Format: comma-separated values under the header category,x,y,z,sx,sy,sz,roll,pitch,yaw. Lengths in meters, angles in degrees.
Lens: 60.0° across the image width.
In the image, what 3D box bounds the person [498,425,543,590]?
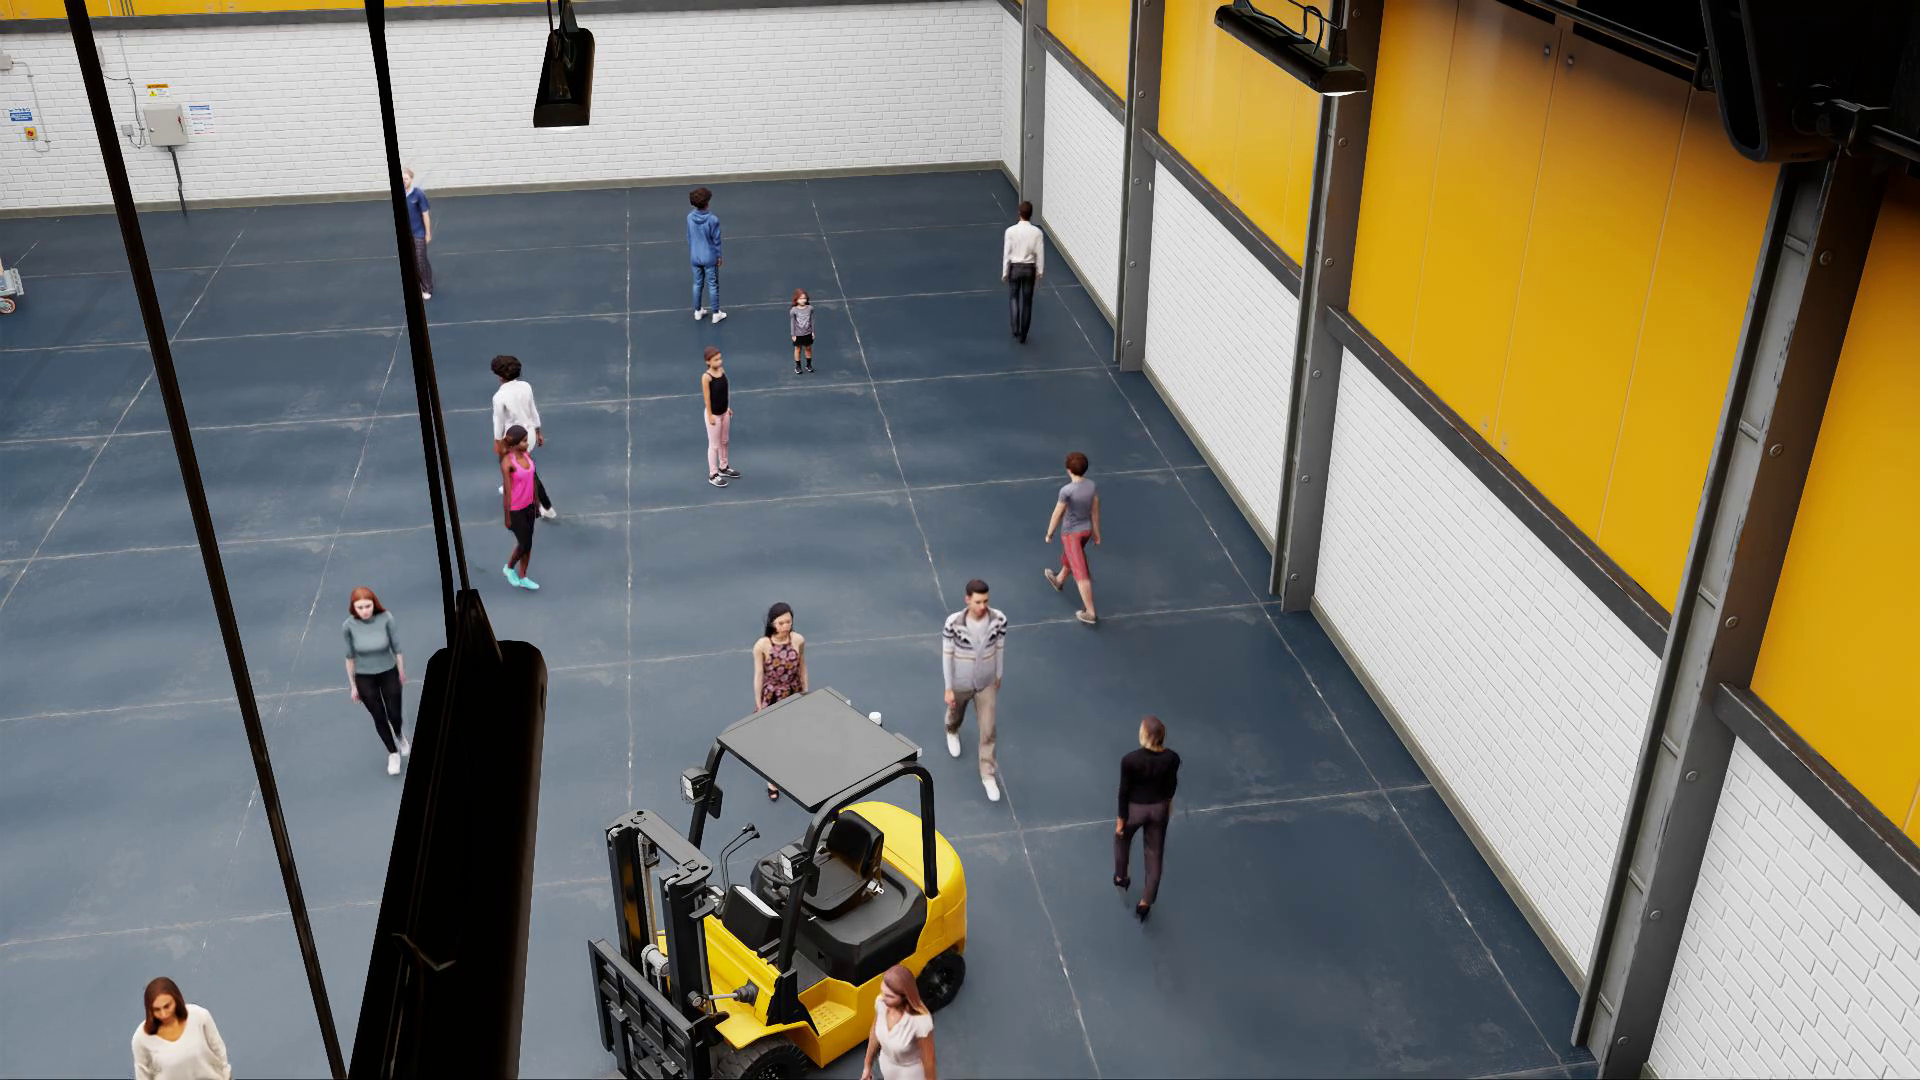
category,x,y,z,sx,sy,sz,roll,pitch,yaw
person,-4.291,-0.321,15.986,0.800,1.703,0.736,17,33,28

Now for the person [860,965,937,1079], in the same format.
category,x,y,z,sx,sy,sz,roll,pitch,yaw
person,-0.268,3.104,9.762,1.131,1.650,1.079,25,37,38

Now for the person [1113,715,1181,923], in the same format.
category,x,y,z,sx,sy,sz,roll,pitch,yaw
person,1.331,2.014,11.755,0.614,1.656,0.742,-5,29,-9

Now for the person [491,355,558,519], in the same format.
category,x,y,z,sx,sy,sz,roll,pitch,yaw
person,-4.506,-1.022,17.214,1.197,1.758,1.141,19,34,30

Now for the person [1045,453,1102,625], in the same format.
category,x,y,z,sx,sy,sz,roll,pitch,yaw
person,1.134,0.019,15.469,0.933,1.601,1.263,-18,33,-29

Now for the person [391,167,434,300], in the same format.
category,x,y,z,sx,sy,sz,roll,pitch,yaw
person,-7.554,-4.269,23.062,0.740,1.858,0.726,2,29,4

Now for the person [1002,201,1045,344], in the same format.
category,x,y,z,sx,sy,sz,roll,pitch,yaw
person,0.813,-3.426,21.514,0.758,1.860,0.708,2,29,3

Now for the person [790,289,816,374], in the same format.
category,x,y,z,sx,sy,sz,roll,pitch,yaw
person,-1.970,-2.637,20.854,0.504,1.107,0.500,-12,31,-22

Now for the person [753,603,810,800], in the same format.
category,x,y,z,sx,sy,sz,roll,pitch,yaw
person,-1.388,1.270,13.002,0.737,1.768,0.747,-10,30,-18

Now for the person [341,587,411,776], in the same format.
category,x,y,z,sx,sy,sz,roll,pitch,yaw
person,-4.689,1.078,13.391,0.605,1.732,0.654,-8,30,-14

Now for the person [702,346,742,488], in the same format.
category,x,y,z,sx,sy,sz,roll,pitch,yaw
person,-2.638,-1.367,18.047,0.677,1.566,0.605,15,32,25

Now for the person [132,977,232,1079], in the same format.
category,x,y,z,sx,sy,sz,roll,pitch,yaw
person,-4.487,3.142,9.695,0.810,1.649,1.072,-13,31,-22

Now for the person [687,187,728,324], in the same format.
category,x,y,z,sx,sy,sz,roll,pitch,yaw
person,-3.427,-3.823,22.300,0.753,1.804,0.755,11,30,19

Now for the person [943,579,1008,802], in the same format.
category,x,y,z,sx,sy,sz,roll,pitch,yaw
person,0.072,1.074,13.282,0.662,1.843,1.139,-4,29,-8
